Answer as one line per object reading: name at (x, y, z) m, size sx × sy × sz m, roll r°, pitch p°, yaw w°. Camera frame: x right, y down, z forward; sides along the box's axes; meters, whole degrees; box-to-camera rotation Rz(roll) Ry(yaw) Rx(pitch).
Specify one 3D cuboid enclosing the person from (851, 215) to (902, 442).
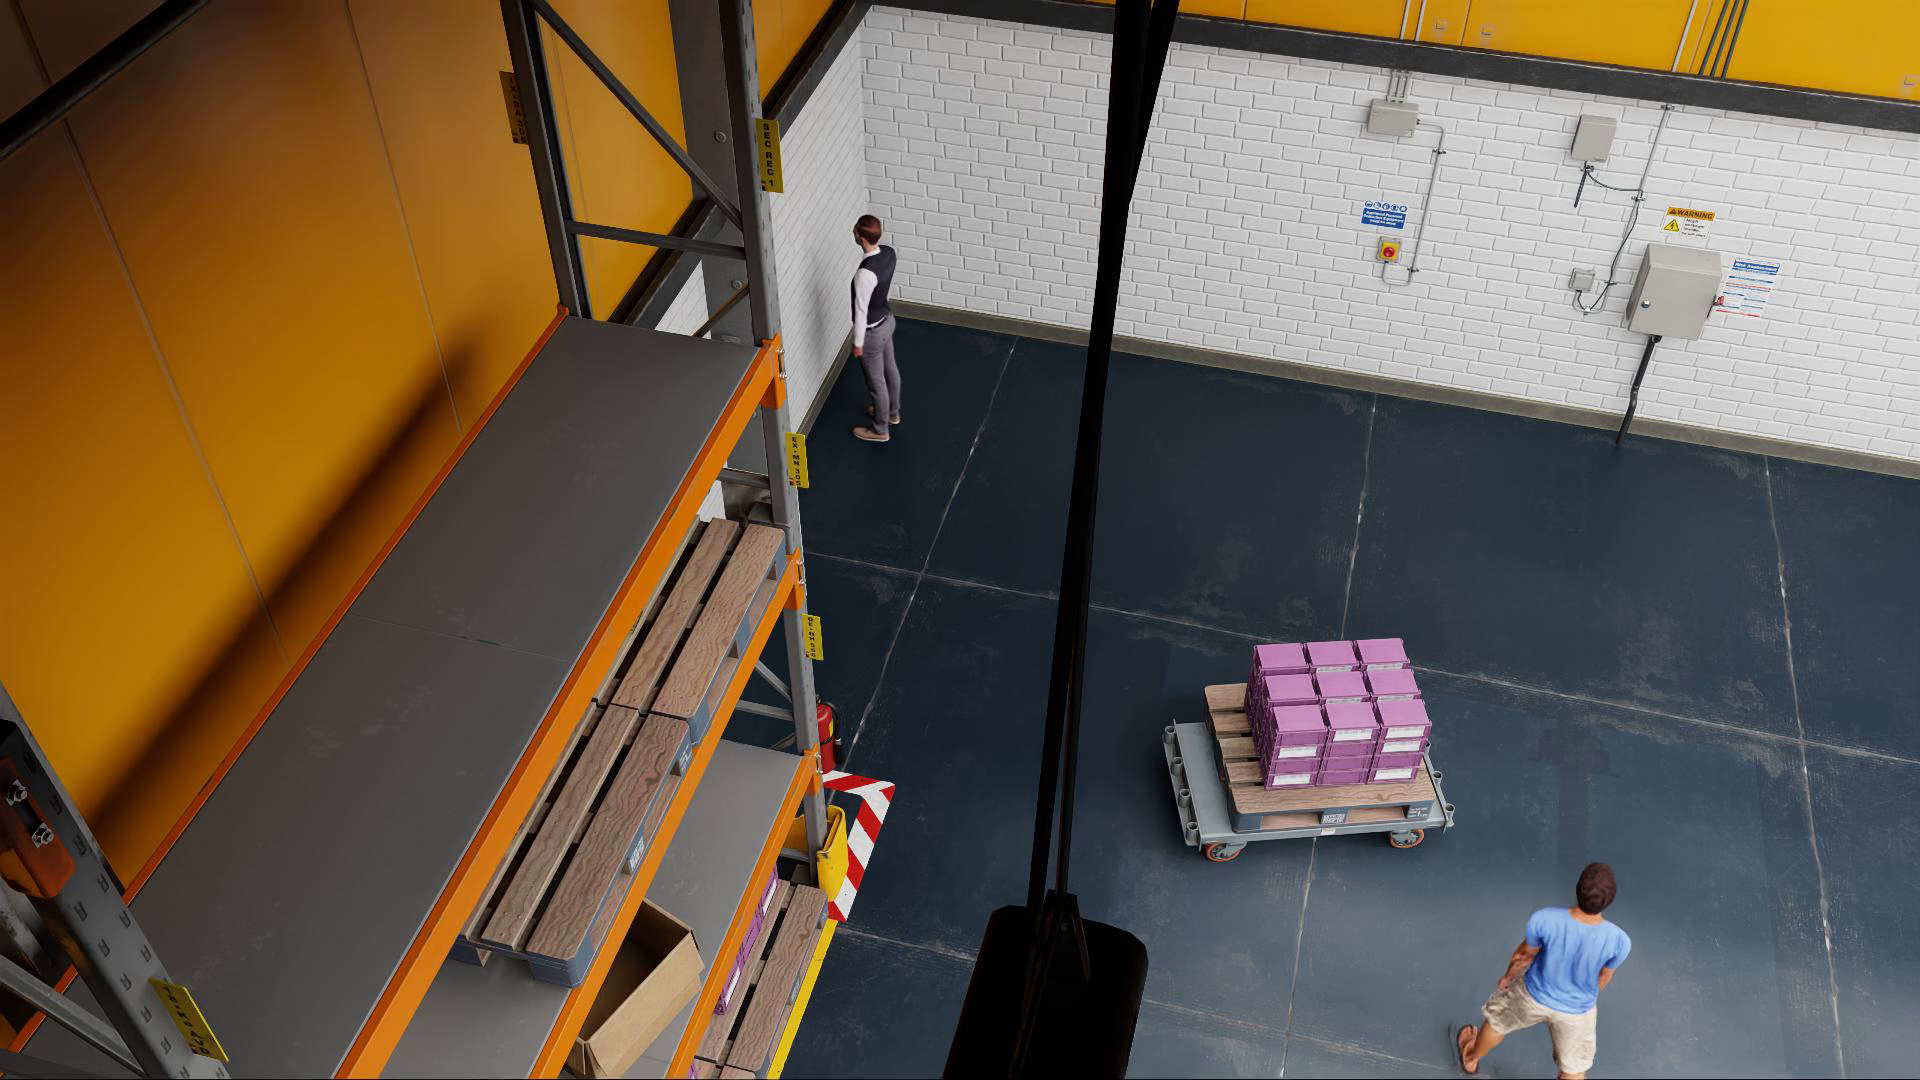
person at (-0.636, -1.603, 12.557) m, size 0.722 × 1.937 × 0.506 m, roll 14°, pitch 45°, yaw 14°

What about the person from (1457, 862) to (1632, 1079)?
person at (3.022, 2.308, 8.516) m, size 0.899 × 1.847 × 0.760 m, roll 16°, pitch 46°, yaw 17°
